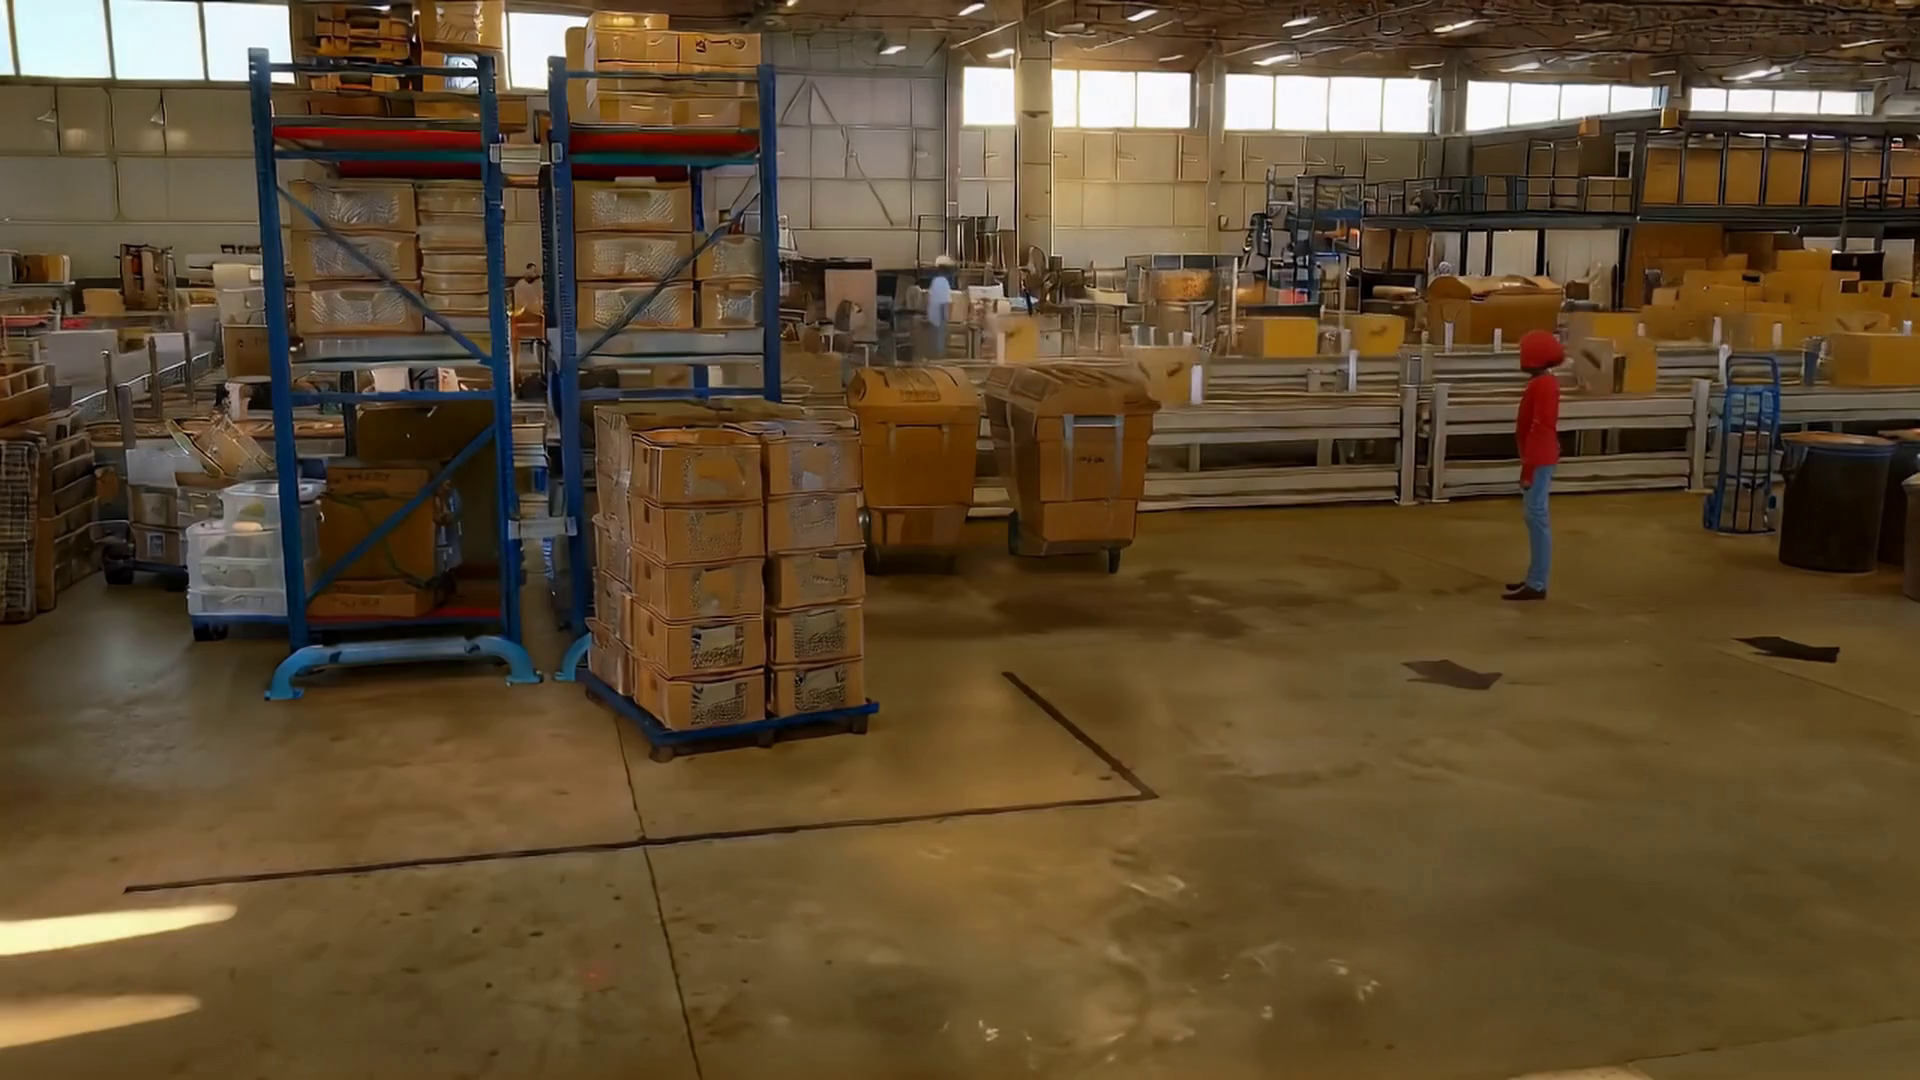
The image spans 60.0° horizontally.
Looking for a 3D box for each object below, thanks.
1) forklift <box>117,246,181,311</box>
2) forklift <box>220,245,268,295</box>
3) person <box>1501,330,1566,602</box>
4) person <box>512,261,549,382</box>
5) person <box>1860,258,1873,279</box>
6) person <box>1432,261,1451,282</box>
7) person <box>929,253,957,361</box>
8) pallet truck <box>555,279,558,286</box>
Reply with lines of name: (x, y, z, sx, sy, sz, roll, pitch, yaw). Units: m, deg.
forklift: (-19.966, -6.232, 40.894, 1.157, 1.987, 2.680, -3, 10, -15)
forklift: (-17.749, -6.334, 41.440, 1.157, 1.987, 2.680, -3, 10, -17)
person: (3.453, -0.444, 10.003, 0.289, 1.633, 0.498, 4, 11, 22)
person: (-6.748, -3.440, 26.225, 0.646, 1.901, 0.401, 1, 10, 8)
person: (24.904, -6.857, 45.843, 0.959, 1.806, 0.511, 5, 11, 26)
person: (9.513, -4.576, 32.826, 0.404, 1.835, 0.592, -2, 10, -9)
person: (-0.266, -3.352, 25.380, 0.455, 2.022, 0.630, -2, 10, -11)
pallet truck: (-10.604, -6.375, 44.520, 0.653, 1.274, 1.630, -3, 10, -15)
